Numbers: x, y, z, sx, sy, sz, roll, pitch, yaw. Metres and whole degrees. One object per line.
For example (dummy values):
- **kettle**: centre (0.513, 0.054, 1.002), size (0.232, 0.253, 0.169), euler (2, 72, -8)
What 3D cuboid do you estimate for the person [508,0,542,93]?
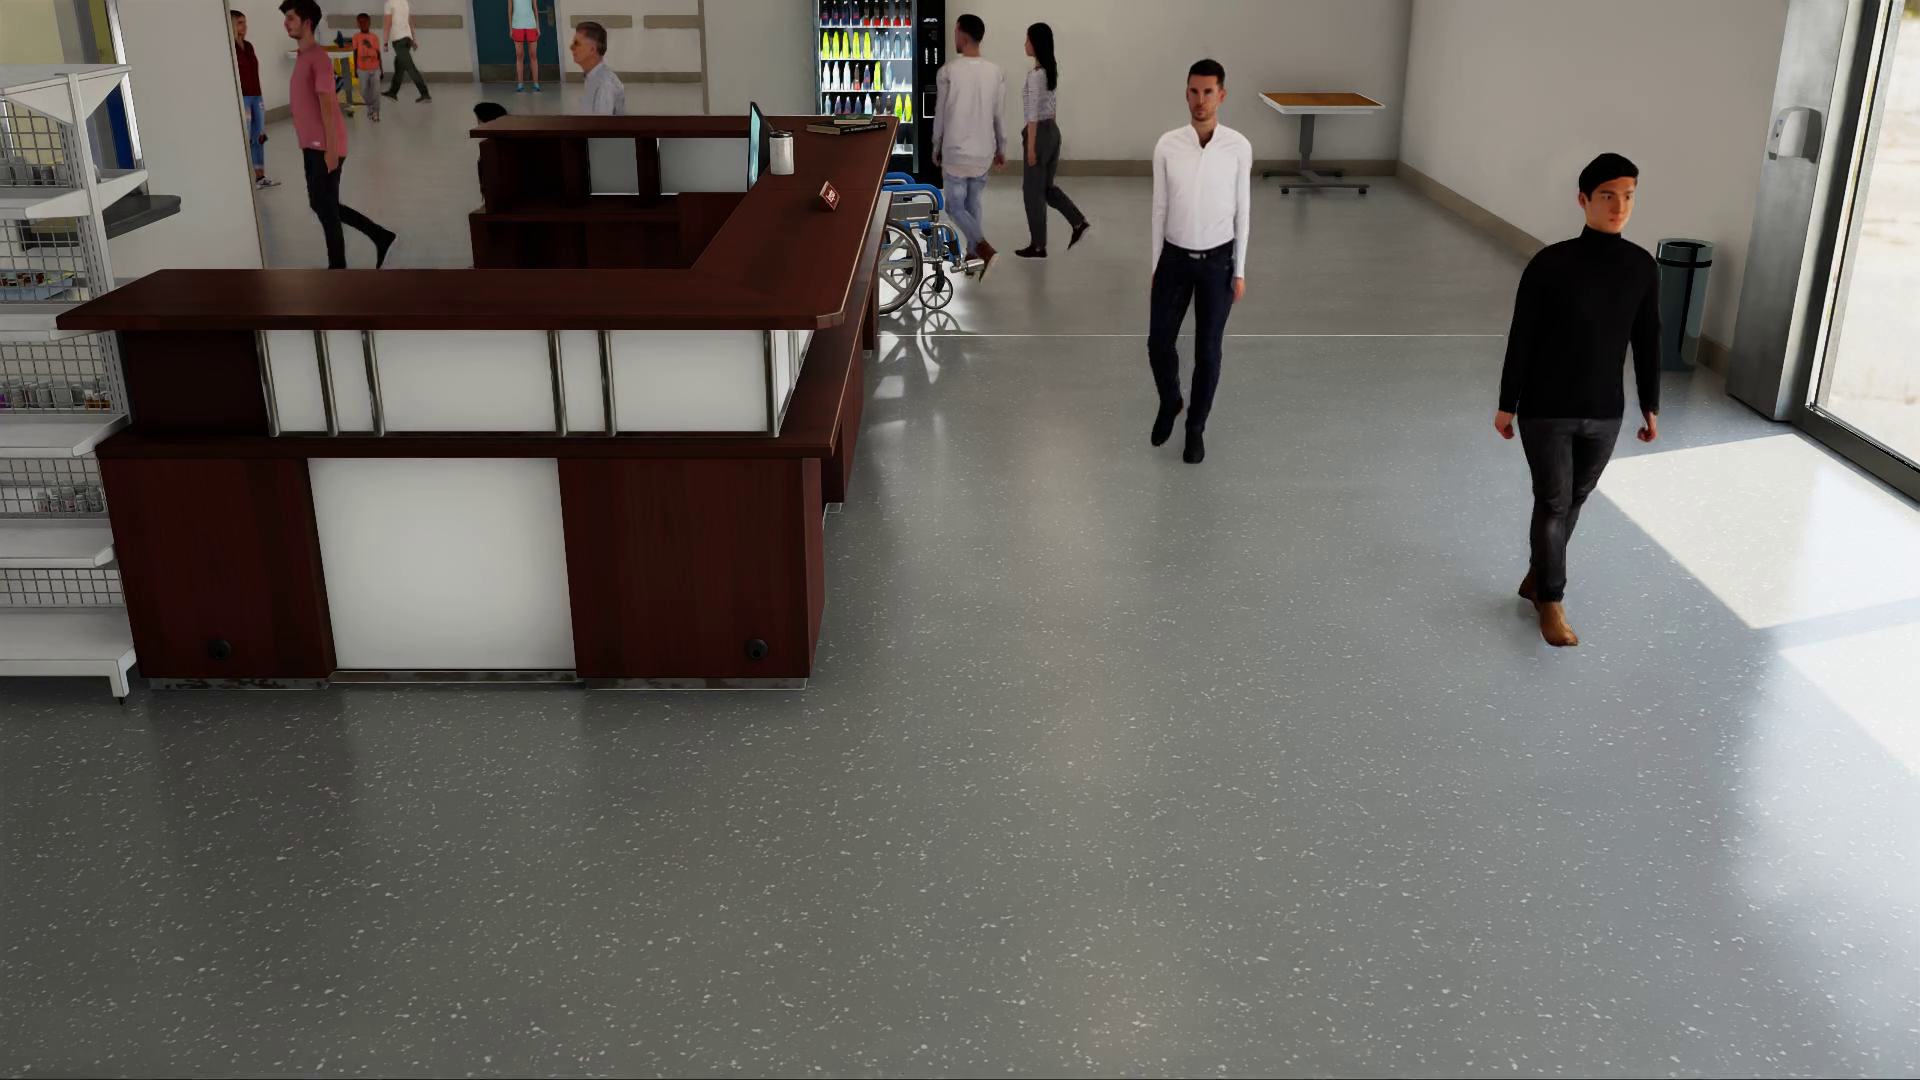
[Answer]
- **person**: centre (-6.293, -7.391, 24.037), size (0.584, 1.765, 0.716), euler (-5, 21, -13)

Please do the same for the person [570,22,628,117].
- **person**: centre (-2.275, -2.500, 11.121), size (1.283, 1.767, 1.009), euler (-10, 23, -24)

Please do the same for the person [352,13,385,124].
- **person**: centre (-7.335, -5.857, 20.636), size (0.650, 1.304, 0.645), euler (-5, 21, -13)

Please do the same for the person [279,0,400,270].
- **person**: centre (-4.231, -2.663, 11.300), size (1.074, 1.945, 0.977), euler (-16, 26, -37)

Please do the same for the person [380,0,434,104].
- **person**: centre (-7.397, -6.613, 22.211), size (1.221, 1.604, 0.903), euler (9, 22, 22)

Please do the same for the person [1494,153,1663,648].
- **person**: centre (2.180, -0.524, 5.990), size (0.839, 1.706, 0.779), euler (-2, 21, -6)

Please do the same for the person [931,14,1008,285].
- **person**: centre (0.070, -2.650, 11.449), size (1.106, 1.815, 1.027), euler (-9, 22, -22)

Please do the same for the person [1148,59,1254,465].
- **person**: centre (1.140, -1.329, 7.898), size (0.676, 1.859, 0.738), euler (4, 21, 10)

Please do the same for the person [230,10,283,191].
- **person**: centre (-6.676, -4.101, 15.537), size (0.585, 1.632, 0.631), euler (4, 21, 12)

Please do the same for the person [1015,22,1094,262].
- **person**: centre (0.697, -2.916, 12.280), size (0.954, 1.722, 0.835), euler (8, 22, 20)
